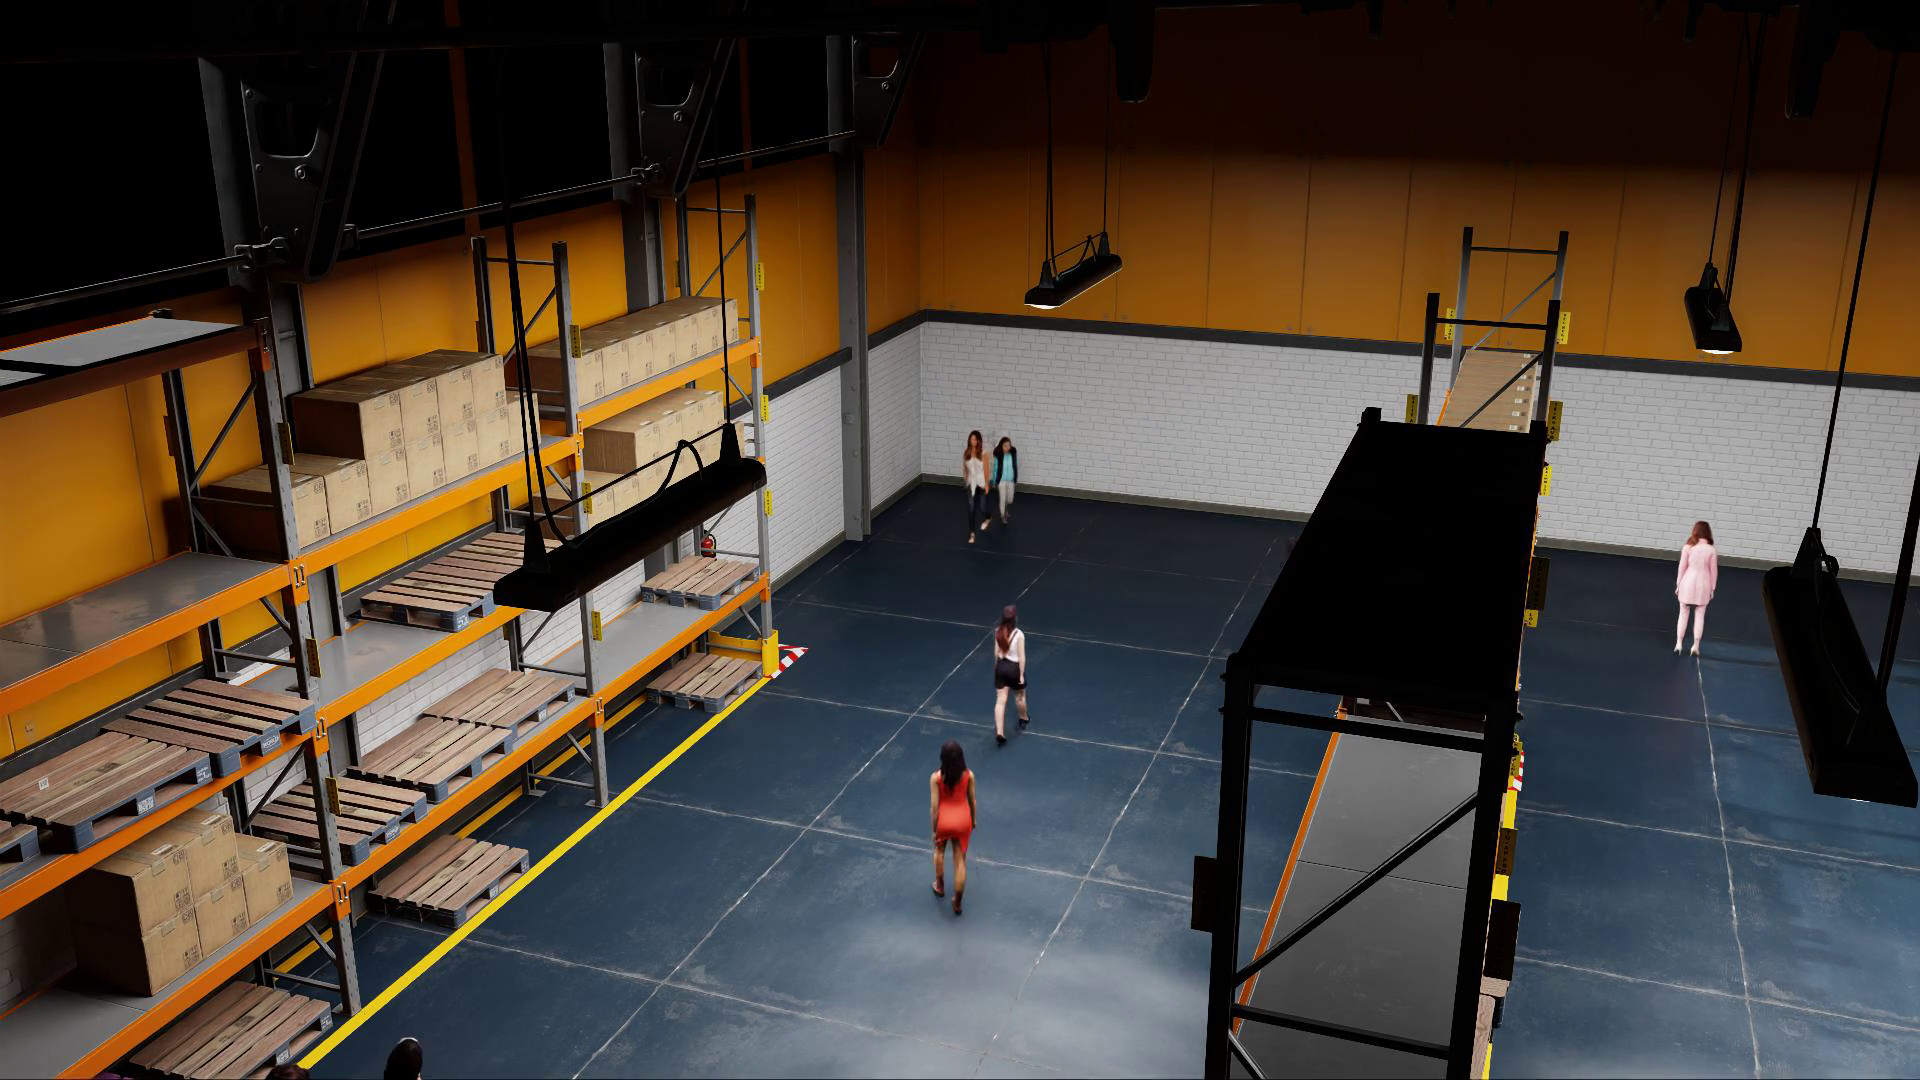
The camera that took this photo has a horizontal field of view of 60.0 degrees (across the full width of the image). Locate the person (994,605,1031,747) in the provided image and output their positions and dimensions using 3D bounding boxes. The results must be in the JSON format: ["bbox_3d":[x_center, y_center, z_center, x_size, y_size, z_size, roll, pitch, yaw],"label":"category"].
[{"bbox_3d":[0.529,1.575,19.006,0.628,1.613,1.001,9,20,24],"label":"person"}]

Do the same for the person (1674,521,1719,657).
[{"bbox_3d":[9.502,0.631,21.514,0.633,1.800,0.535,8,20,23],"label":"person"}]

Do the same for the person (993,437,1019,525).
[{"bbox_3d":[0.713,-0.984,26.835,0.795,1.465,0.874,-7,20,-19],"label":"person"}]

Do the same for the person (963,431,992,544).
[{"bbox_3d":[0.299,-0.862,26.003,0.590,1.765,0.953,8,20,23],"label":"person"}]

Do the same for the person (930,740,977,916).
[{"bbox_3d":[-0.047,2.708,15.507,0.800,1.699,0.905,-2,19,-5],"label":"person"}]
